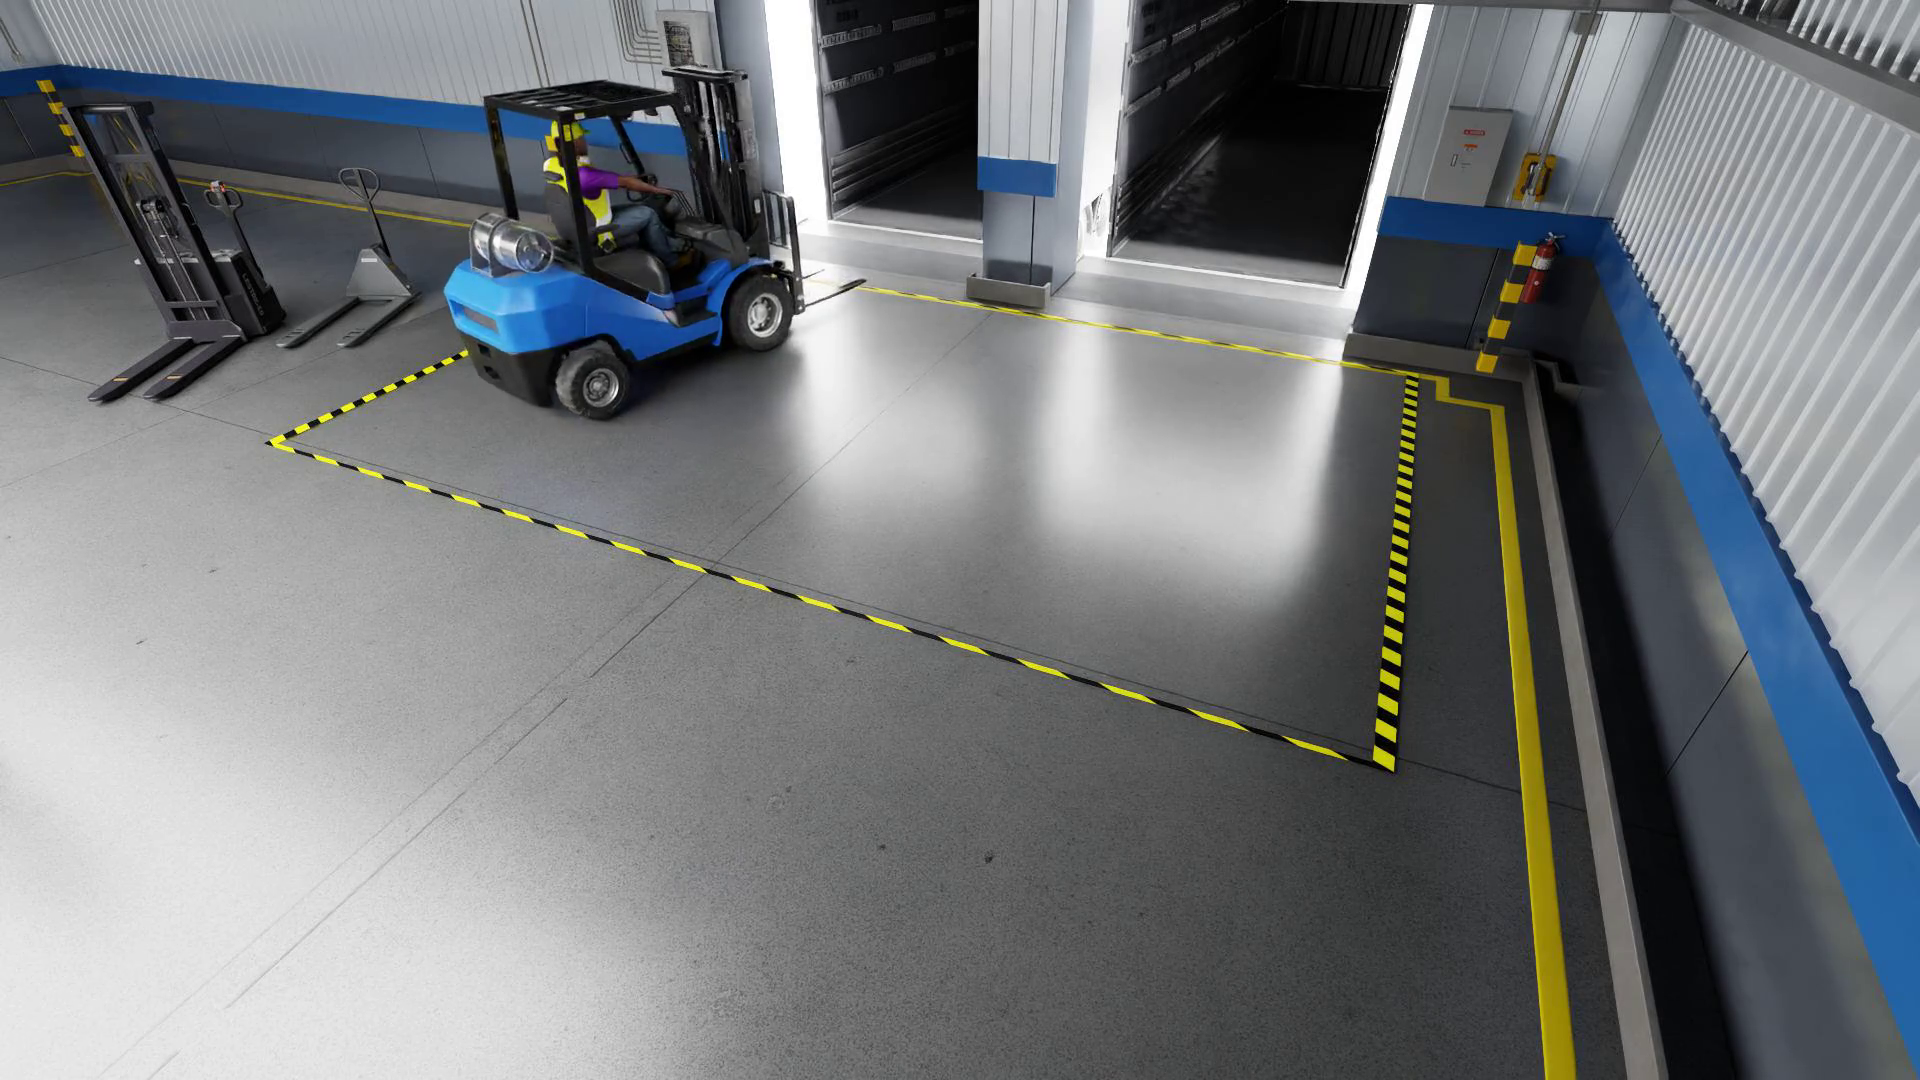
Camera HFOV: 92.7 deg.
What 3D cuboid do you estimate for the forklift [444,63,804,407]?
[{"bbox_3d":[-2.688,-2.508,7.297,1.157,2.036,2.680,25,42,31],"label":"forklift"}]

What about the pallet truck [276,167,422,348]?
[{"bbox_3d":[-5.732,-2.611,8.414,0.680,1.201,1.601,-1,35,-1],"label":"pallet truck"}]

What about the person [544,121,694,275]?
[{"bbox_3d":[-2.644,-2.685,7.224,0.635,1.293,1.004,25,42,31],"label":"person"}]

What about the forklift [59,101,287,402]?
[{"bbox_3d":[-6.686,-2.387,7.434,0.823,1.965,1.885,-3,35,-5],"label":"forklift"}]
